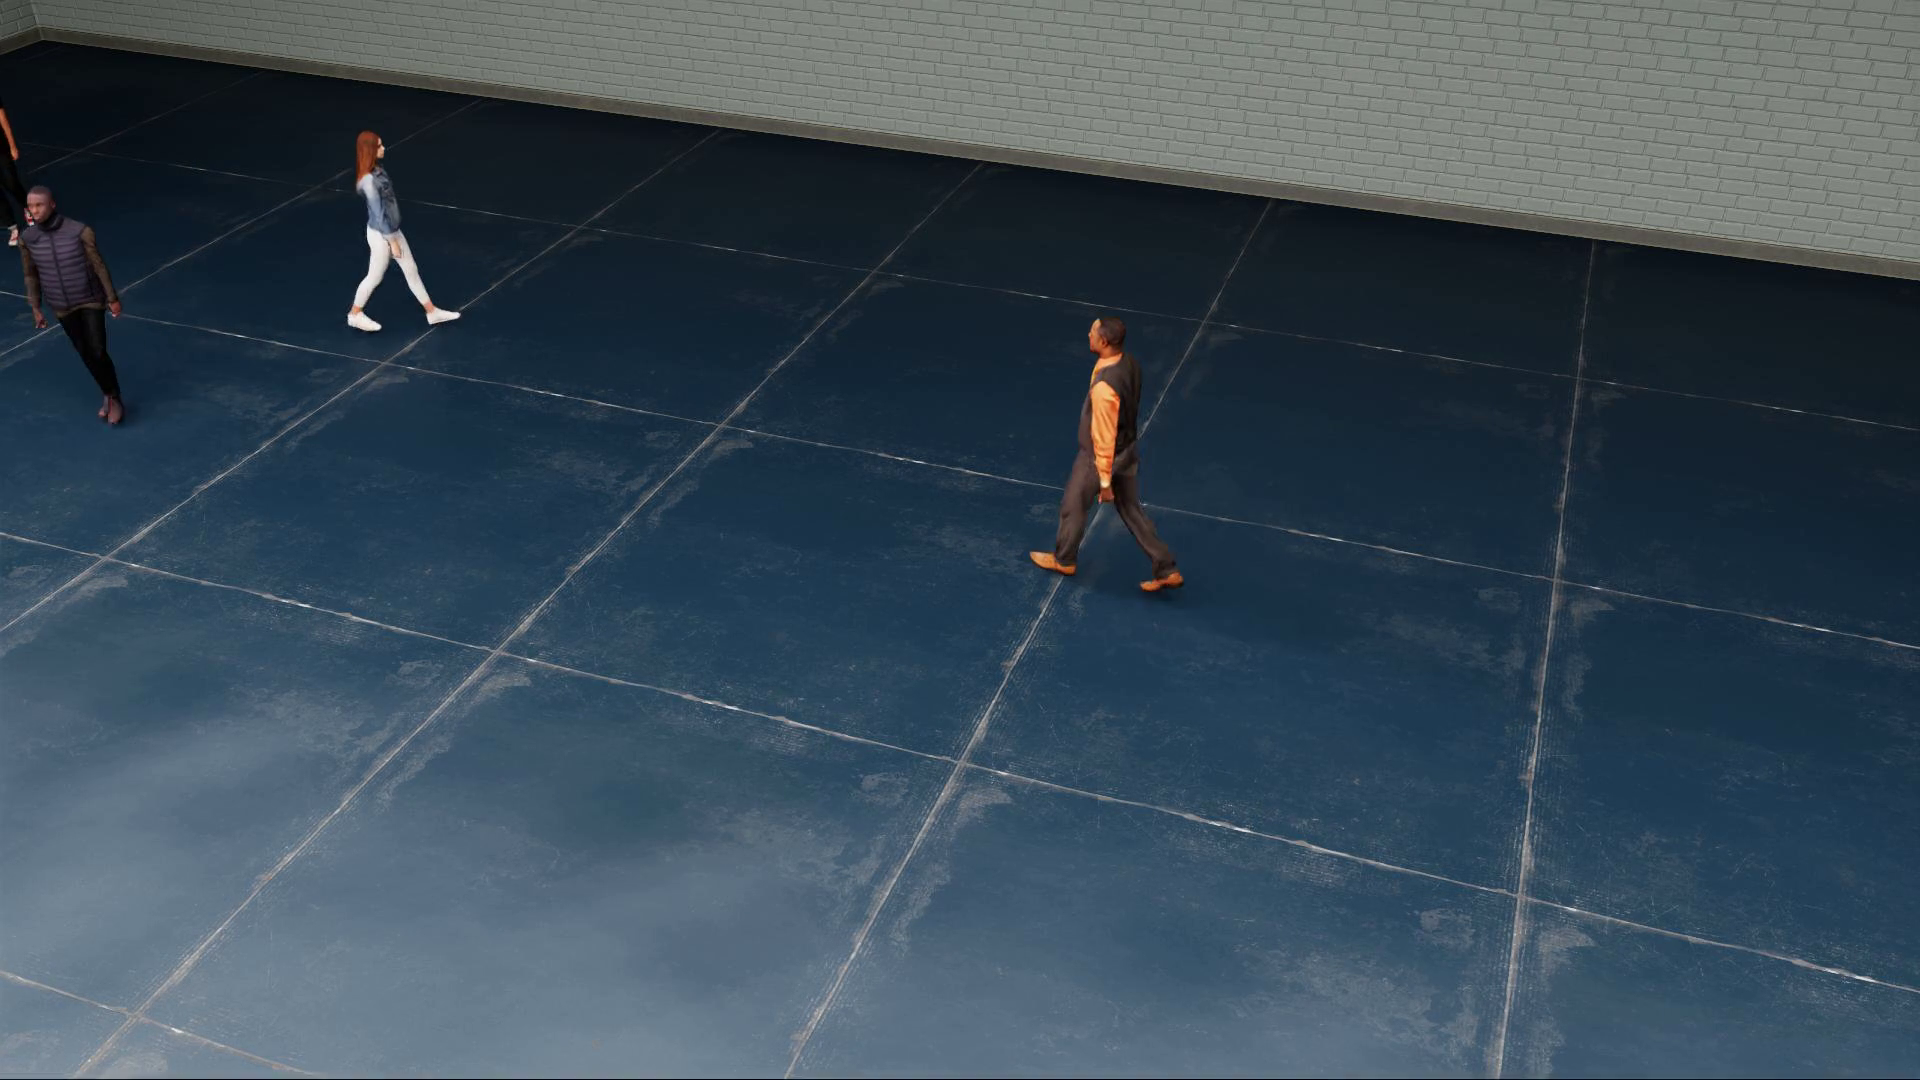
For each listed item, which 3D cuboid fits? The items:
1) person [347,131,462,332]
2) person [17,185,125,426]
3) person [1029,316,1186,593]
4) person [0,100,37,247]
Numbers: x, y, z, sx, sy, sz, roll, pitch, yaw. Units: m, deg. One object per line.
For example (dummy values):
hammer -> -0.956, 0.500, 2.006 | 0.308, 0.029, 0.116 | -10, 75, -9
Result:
person -> -4.709, -2.423, 13.337 | 1.028, 1.659, 1.160 | -4, 33, -6
person -> -6.406, -1.751, 12.154 | 0.847, 1.822, 0.836 | -2, 33, -3
person -> 1.006, -0.469, 10.144 | 0.907, 1.865, 1.276 | 18, 37, 25
person -> -8.762, -3.550, 14.995 | 0.861, 1.740, 0.931 | -12, 35, -18
